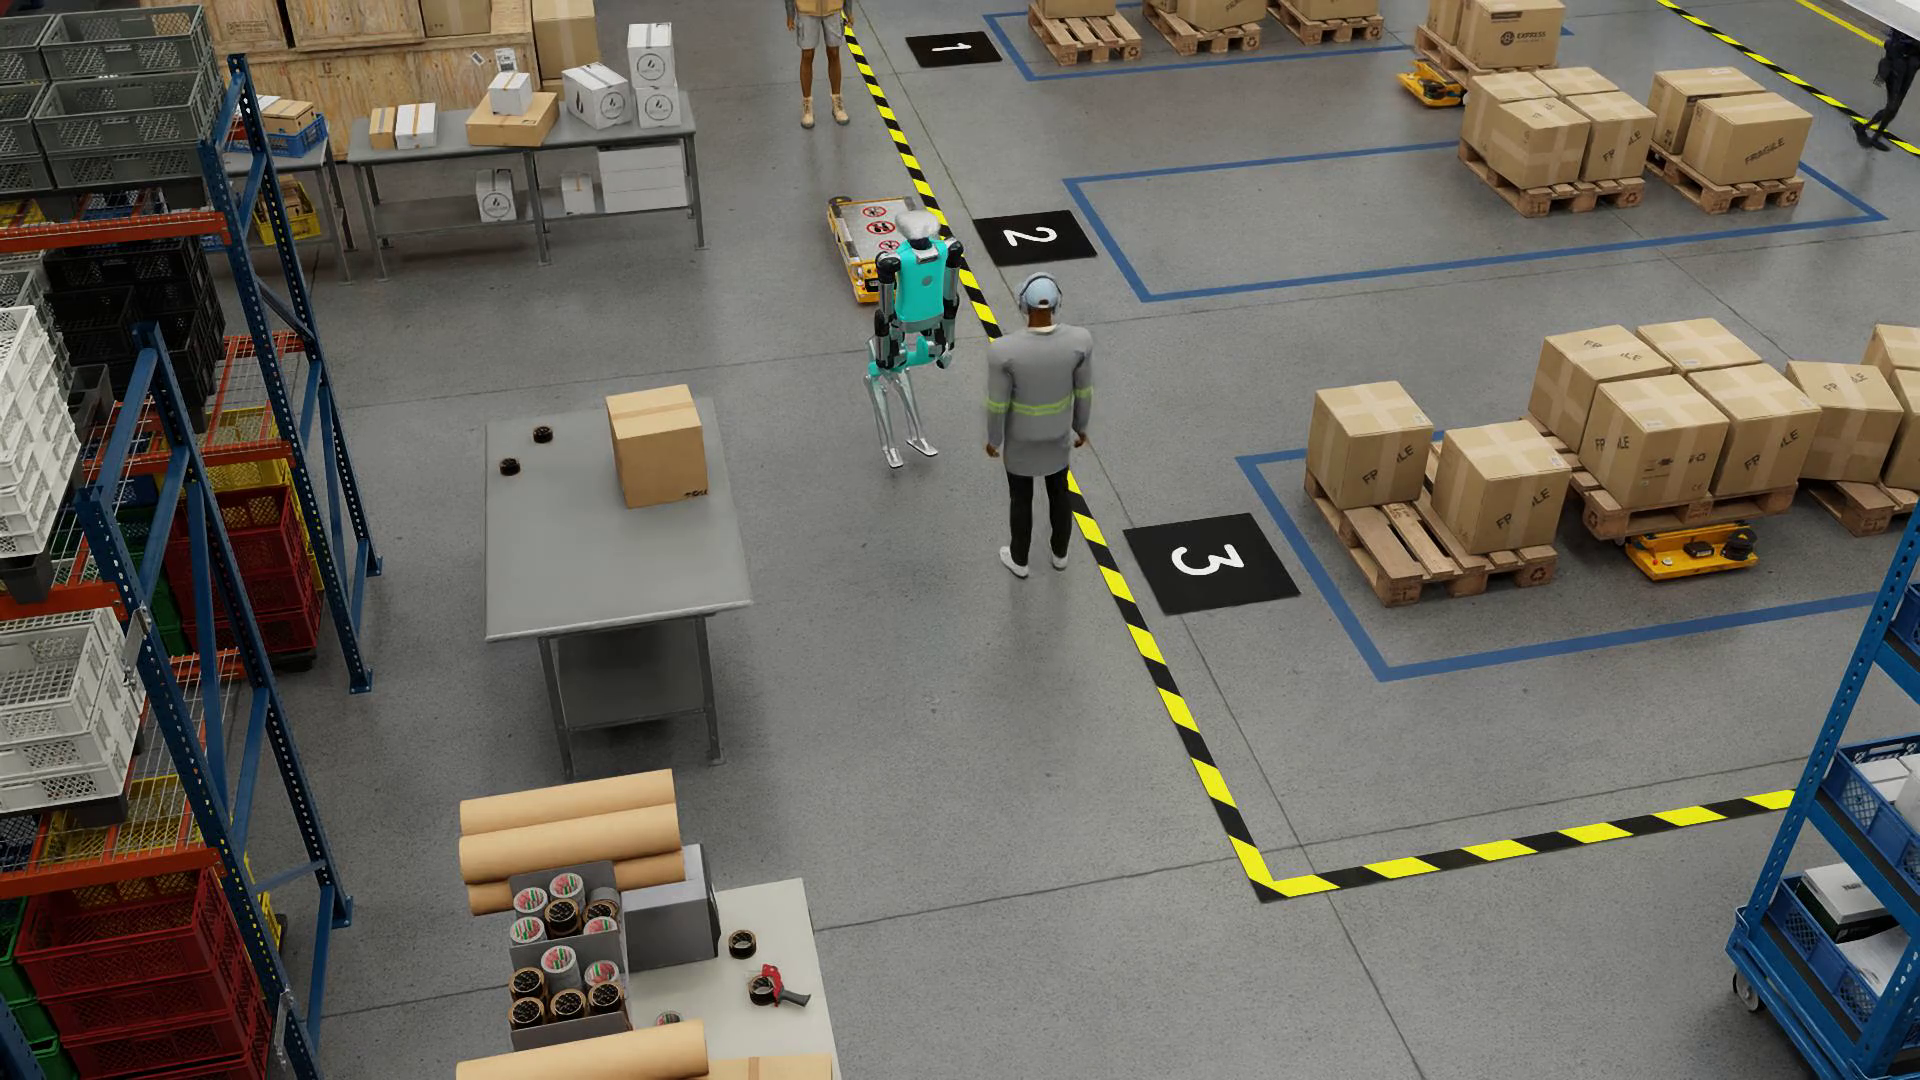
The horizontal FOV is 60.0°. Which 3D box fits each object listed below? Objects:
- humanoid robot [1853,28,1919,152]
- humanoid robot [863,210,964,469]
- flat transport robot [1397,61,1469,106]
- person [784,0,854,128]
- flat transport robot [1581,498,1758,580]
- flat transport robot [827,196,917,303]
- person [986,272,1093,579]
[{"bbox_3d":[7.858,-4.016,13.775,0.609,1.646,0.336,-16,39,-20],"label":"humanoid robot"},{"bbox_3d":[-0.349,-1.253,9.897,0.533,1.675,0.735,-18,40,-23],"label":"humanoid robot"},{"bbox_3d":[4.817,-4.241,15.231,1.431,0.197,0.652,-8,37,-10],"label":"flat transport robot"},{"bbox_3d":[-1.194,-4.540,14.167,0.606,2.048,0.366,-8,37,-11],"label":"person"},{"bbox_3d":[4.062,-0.294,9.926,0.652,0.197,1.431,-8,37,-10],"label":"flat transport robot"},{"bbox_3d":[-0.570,-2.220,12.538,0.659,0.231,1.431,-8,37,-10],"label":"flat transport robot"},{"bbox_3d":[0.416,-0.623,9.065,0.597,1.850,0.396,-9,38,-12],"label":"person"}]
